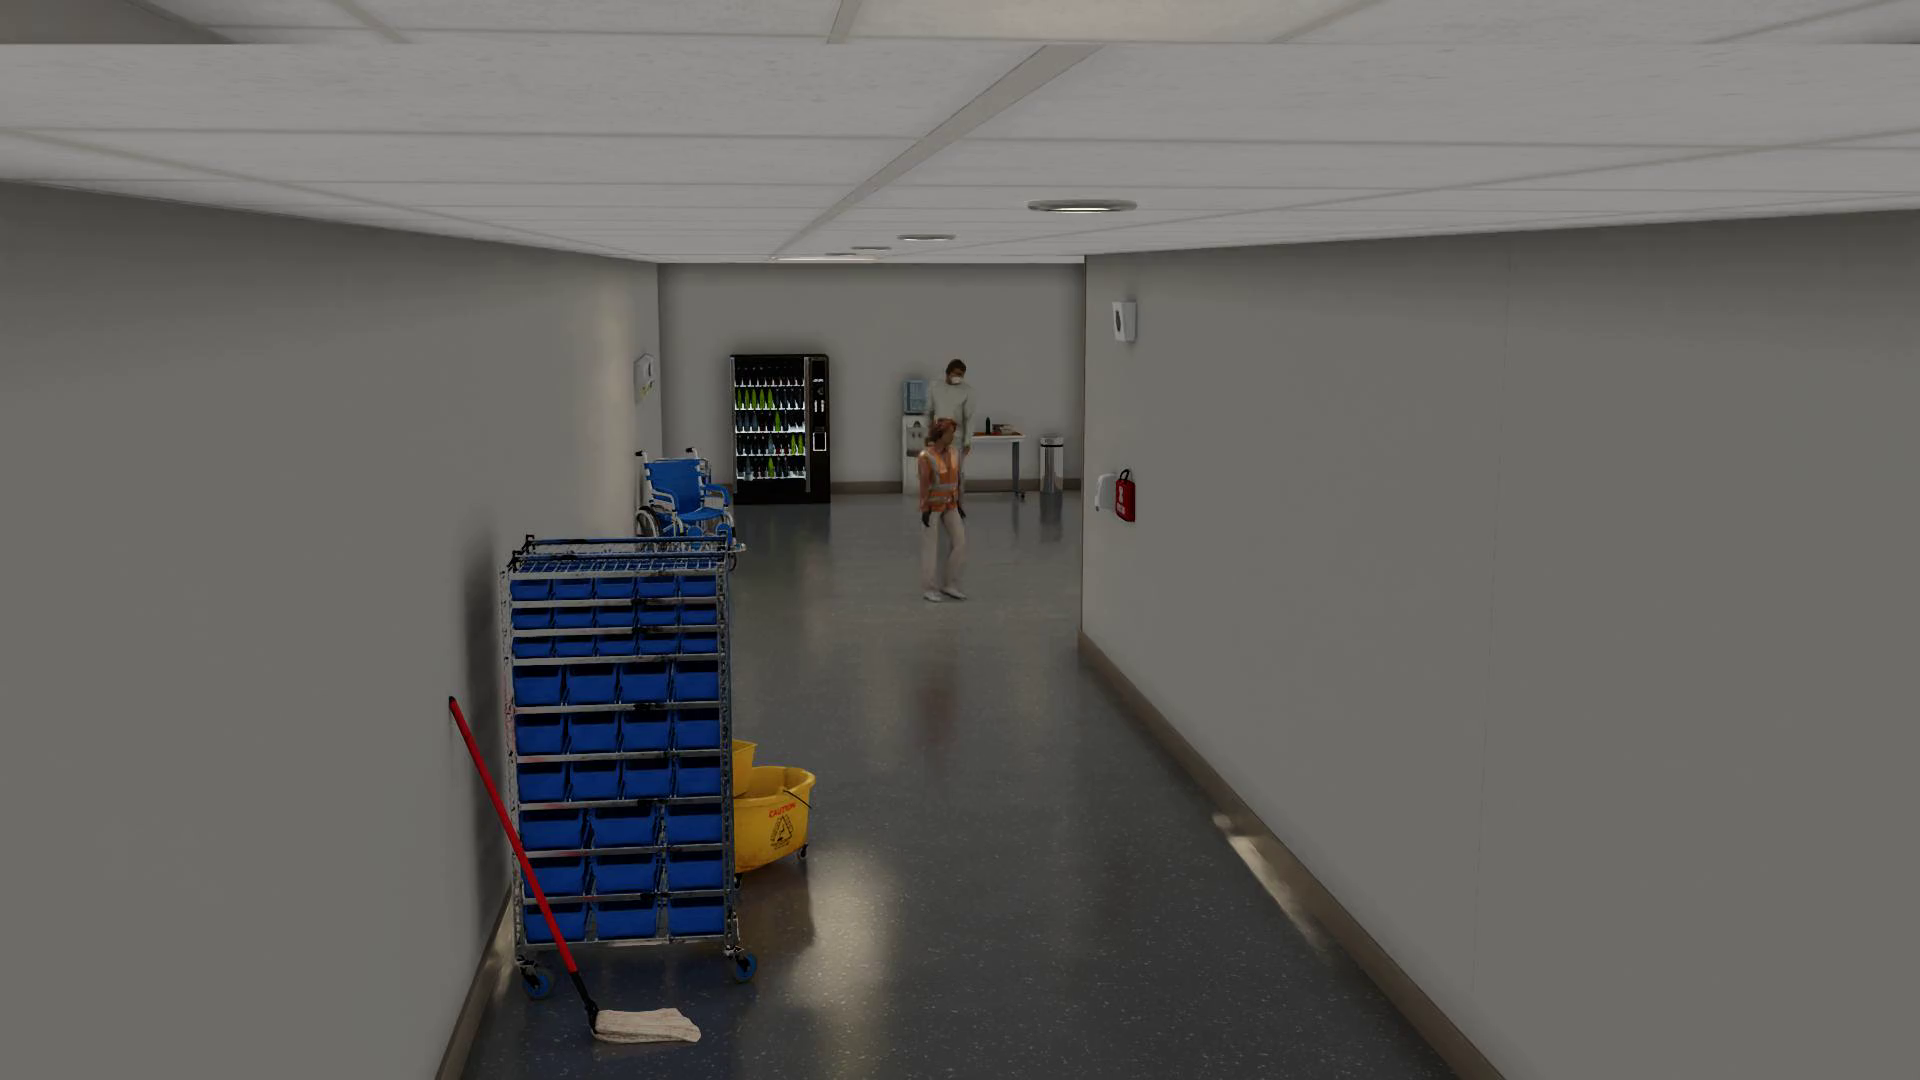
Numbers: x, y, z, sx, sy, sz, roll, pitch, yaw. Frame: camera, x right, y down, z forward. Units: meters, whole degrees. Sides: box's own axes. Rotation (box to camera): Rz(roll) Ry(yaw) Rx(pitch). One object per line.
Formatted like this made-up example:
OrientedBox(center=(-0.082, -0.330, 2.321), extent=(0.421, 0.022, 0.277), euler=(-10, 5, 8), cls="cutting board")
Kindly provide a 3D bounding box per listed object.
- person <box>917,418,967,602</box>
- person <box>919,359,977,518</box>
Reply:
OrientedBox(center=(-0.163, -0.255, 14.613), extent=(0.567, 1.627, 0.424), euler=(-8, 12, -40), cls="person")
OrientedBox(center=(-0.174, -1.196, 19.675), extent=(0.798, 1.900, 0.397), euler=(4, 10, 25), cls="person")
